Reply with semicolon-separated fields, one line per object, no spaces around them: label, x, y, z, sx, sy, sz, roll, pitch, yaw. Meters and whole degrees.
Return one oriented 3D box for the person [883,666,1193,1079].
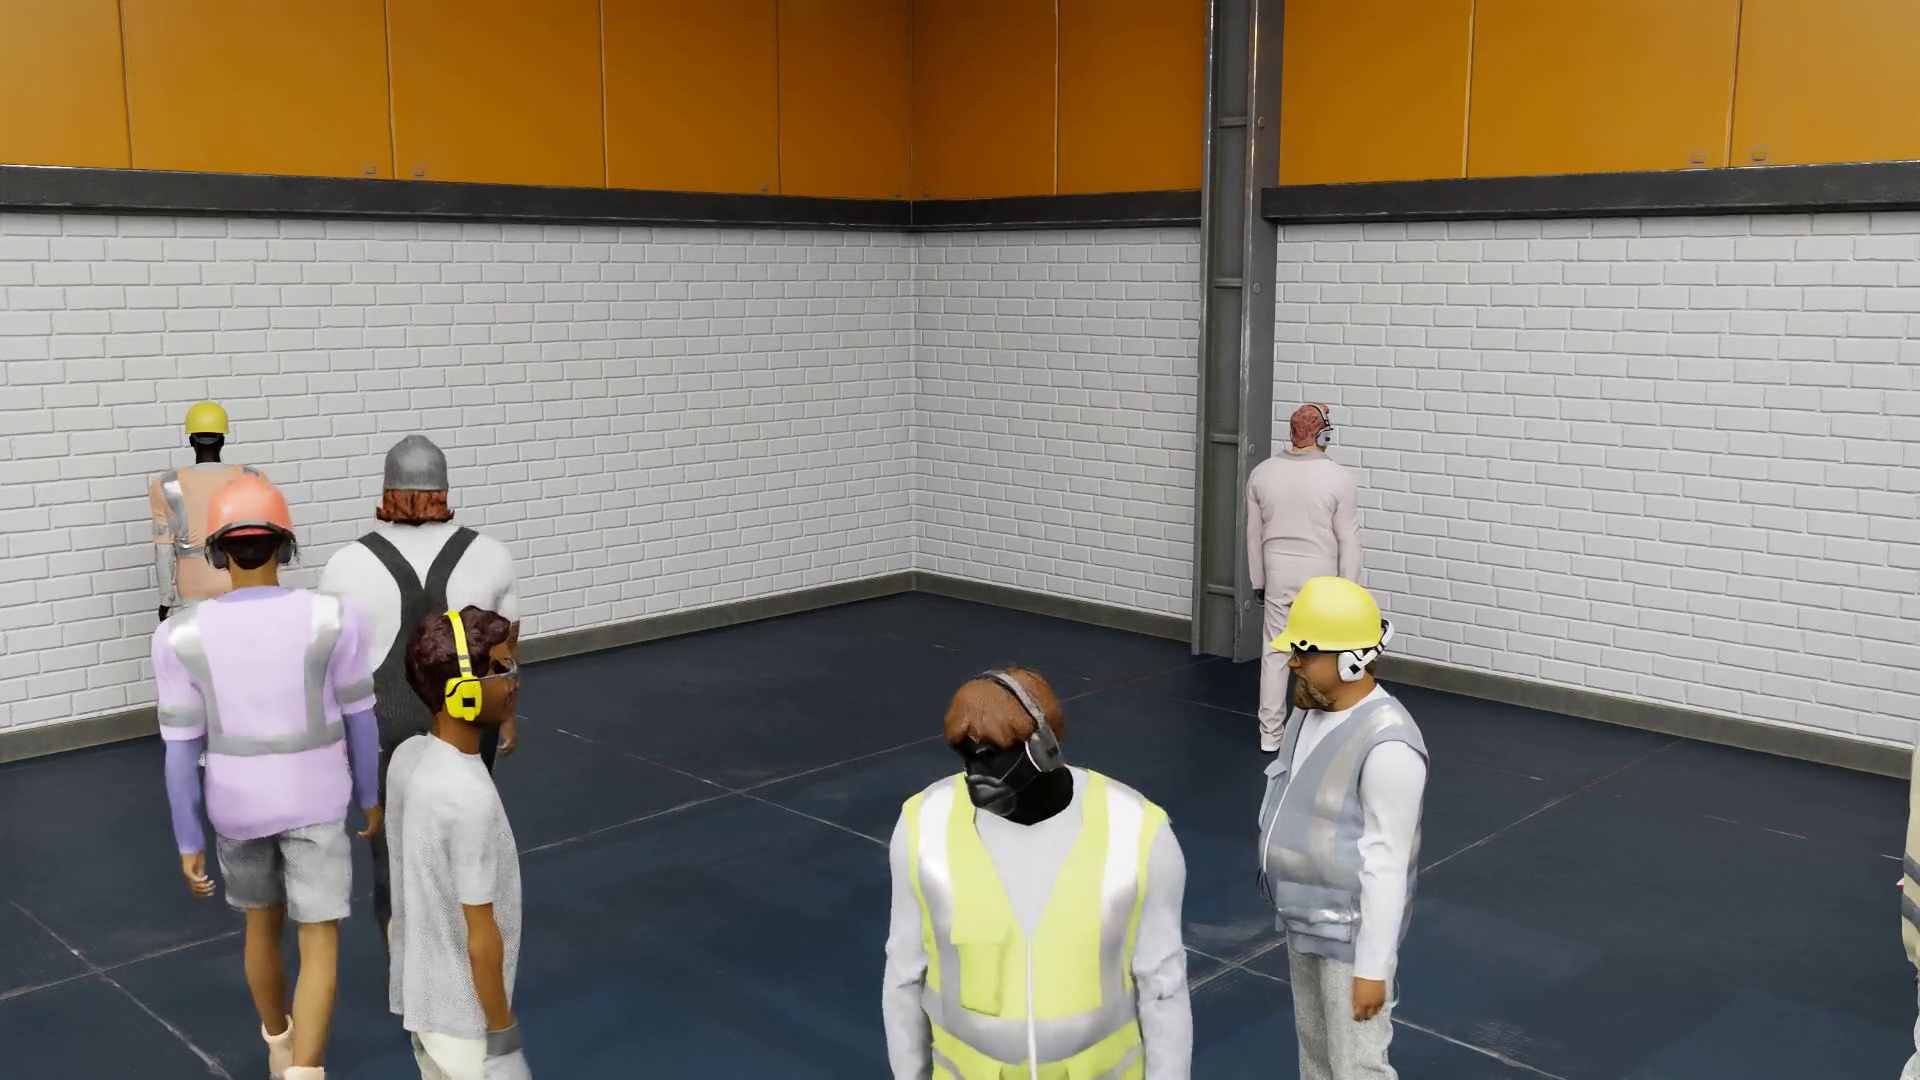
person;0.161;1.138;3.523;0.647;1.816;0.528;1;9;4

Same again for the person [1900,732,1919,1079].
person;2.553;1.034;4.110;0.404;1.833;0.590;2;9;11

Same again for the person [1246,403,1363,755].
person;1.841;0.227;8.834;0.648;1.907;0.409;7;12;38

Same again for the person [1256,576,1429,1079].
person;0.981;0.995;4.379;0.403;1.826;0.590;-2;9;-11

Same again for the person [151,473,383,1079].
person;-2.060;0.806;4.978;0.601;2.013;0.985;-2;9;-13

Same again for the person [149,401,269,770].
person;-3.888;0.237;8.705;0.595;1.925;0.370;-6;11;-31

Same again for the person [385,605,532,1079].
person;-1.112;1.070;3.772;0.335;1.873;0.520;-7;11;-35

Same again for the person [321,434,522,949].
person;-1.940;0.610;6.071;0.692;2.000;0.729;-3;10;-20
